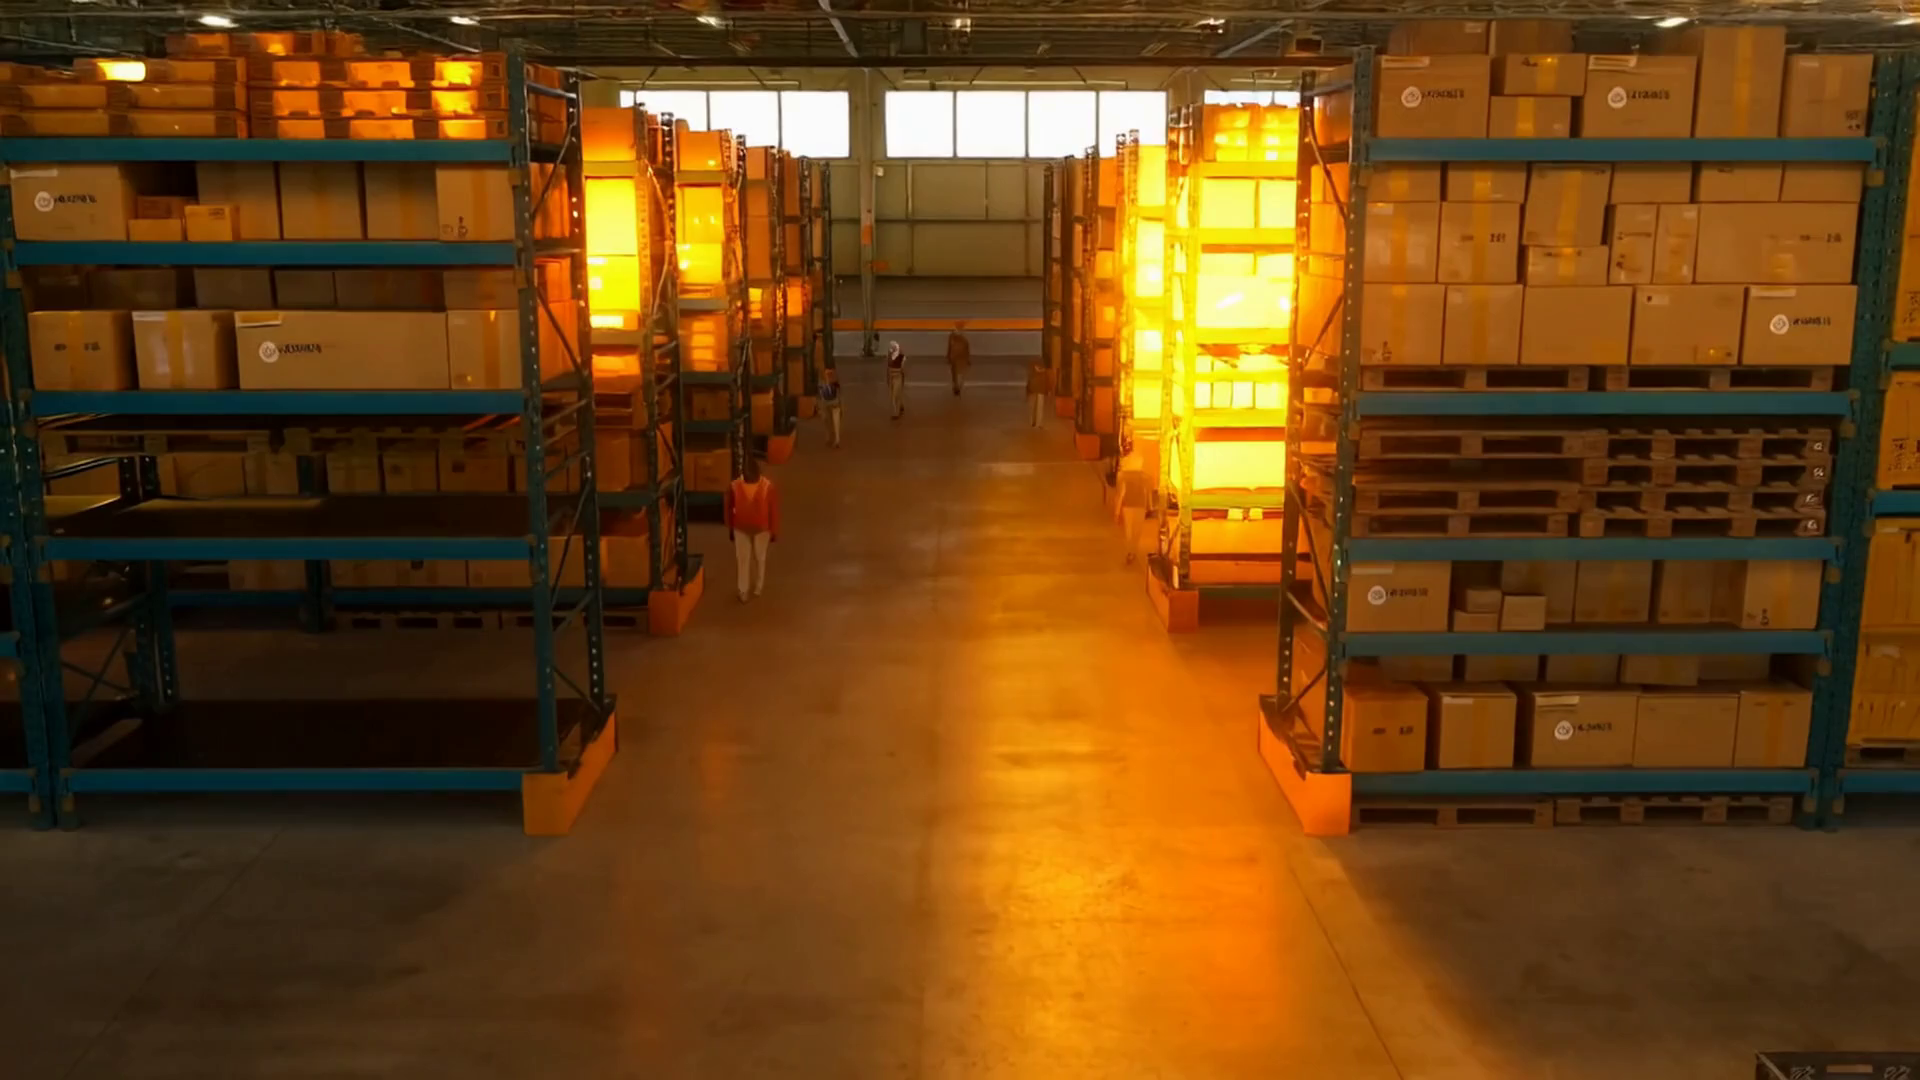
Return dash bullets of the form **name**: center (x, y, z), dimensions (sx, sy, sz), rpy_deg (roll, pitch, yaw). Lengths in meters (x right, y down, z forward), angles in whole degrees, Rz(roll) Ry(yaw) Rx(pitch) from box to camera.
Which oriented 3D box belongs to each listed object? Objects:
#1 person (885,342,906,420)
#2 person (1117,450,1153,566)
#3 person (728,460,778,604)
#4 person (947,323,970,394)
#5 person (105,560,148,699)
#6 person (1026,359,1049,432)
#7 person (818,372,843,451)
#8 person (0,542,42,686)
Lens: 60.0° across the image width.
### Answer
- **person**: center (-1.480, -3.721, 38.757), dimensions (0.594, 1.826, 0.523), rpy_deg (9, 14, 37)
- **person**: center (2.404, -0.448, 23.079), dimensions (0.505, 1.598, 0.747), rpy_deg (6, 13, 26)
- **person**: center (-2.606, -0.103, 20.884), dimensions (0.645, 1.798, 0.962), rpy_deg (0, 11, -2)
- **person**: center (-0.048, -4.764, 43.792), dimensions (0.651, 1.892, 0.517), rpy_deg (4, 12, 20)
- **person**: center (-8.284, 0.833, 16.515), dimensions (0.319, 1.697, 0.532), rpy_deg (-11, 16, -43)
- **person**: center (1.717, -3.248, 36.987), dimensions (0.499, 1.598, 0.817), rpy_deg (0, 11, 0)
- **person**: center (-2.663, -2.652, 34.056), dimensions (0.516, 1.594, 0.883), rpy_deg (-1, 11, -7)
- **person**: center (-9.802, 0.562, 17.338), dimensions (0.407, 1.910, 0.639), rpy_deg (-9, 15, -38)
